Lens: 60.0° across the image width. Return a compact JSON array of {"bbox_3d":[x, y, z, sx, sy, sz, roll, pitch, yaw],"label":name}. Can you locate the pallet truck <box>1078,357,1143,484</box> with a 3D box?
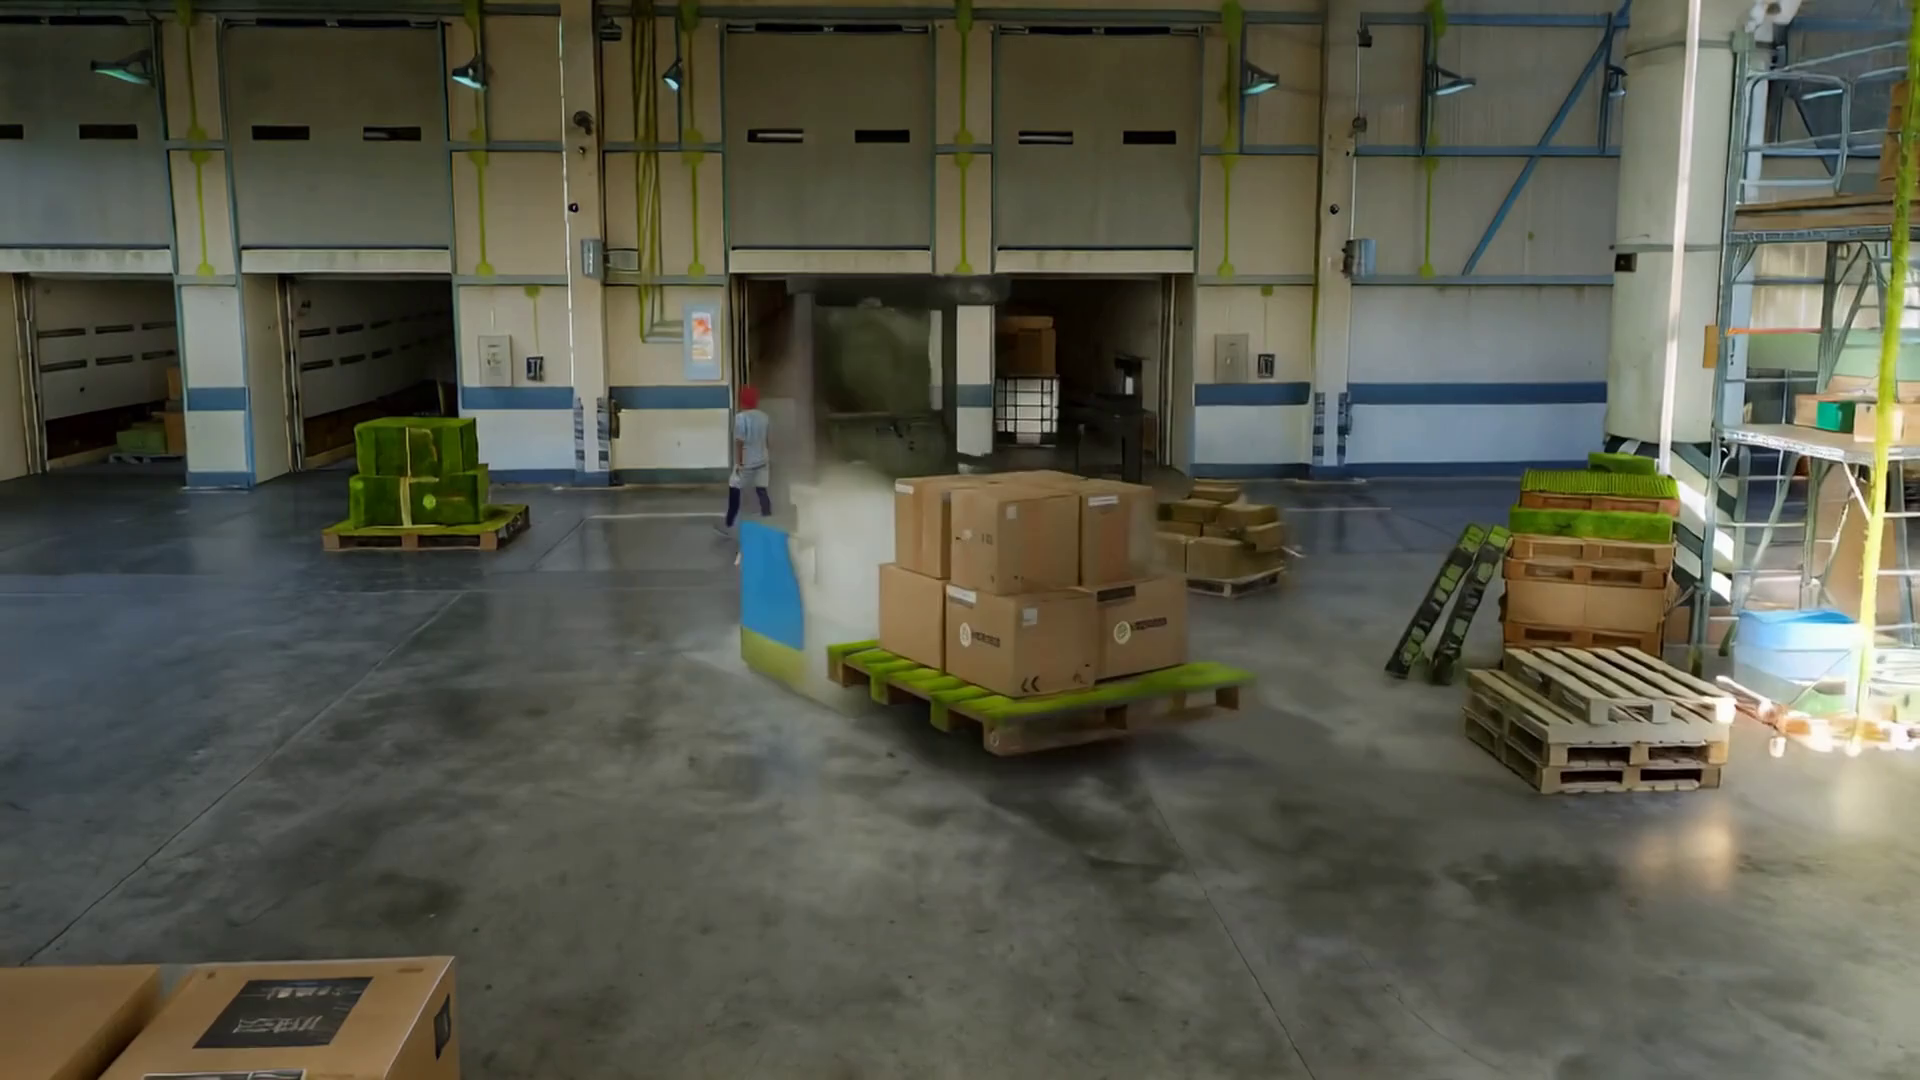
[{"bbox_3d":[2.088,-0.836,16.757,1.885,1.965,0.823,2,9,13],"label":"pallet truck"}]

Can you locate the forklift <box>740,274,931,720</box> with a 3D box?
[{"bbox_3d":[-0.673,-0.399,11.251,1.129,2.768,1.873,-6,11,-32],"label":"forklift"}]

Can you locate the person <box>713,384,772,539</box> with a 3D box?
[{"bbox_3d":[-2.305,-0.828,17.714,0.786,1.660,0.555,6,11,33],"label":"person"}]
